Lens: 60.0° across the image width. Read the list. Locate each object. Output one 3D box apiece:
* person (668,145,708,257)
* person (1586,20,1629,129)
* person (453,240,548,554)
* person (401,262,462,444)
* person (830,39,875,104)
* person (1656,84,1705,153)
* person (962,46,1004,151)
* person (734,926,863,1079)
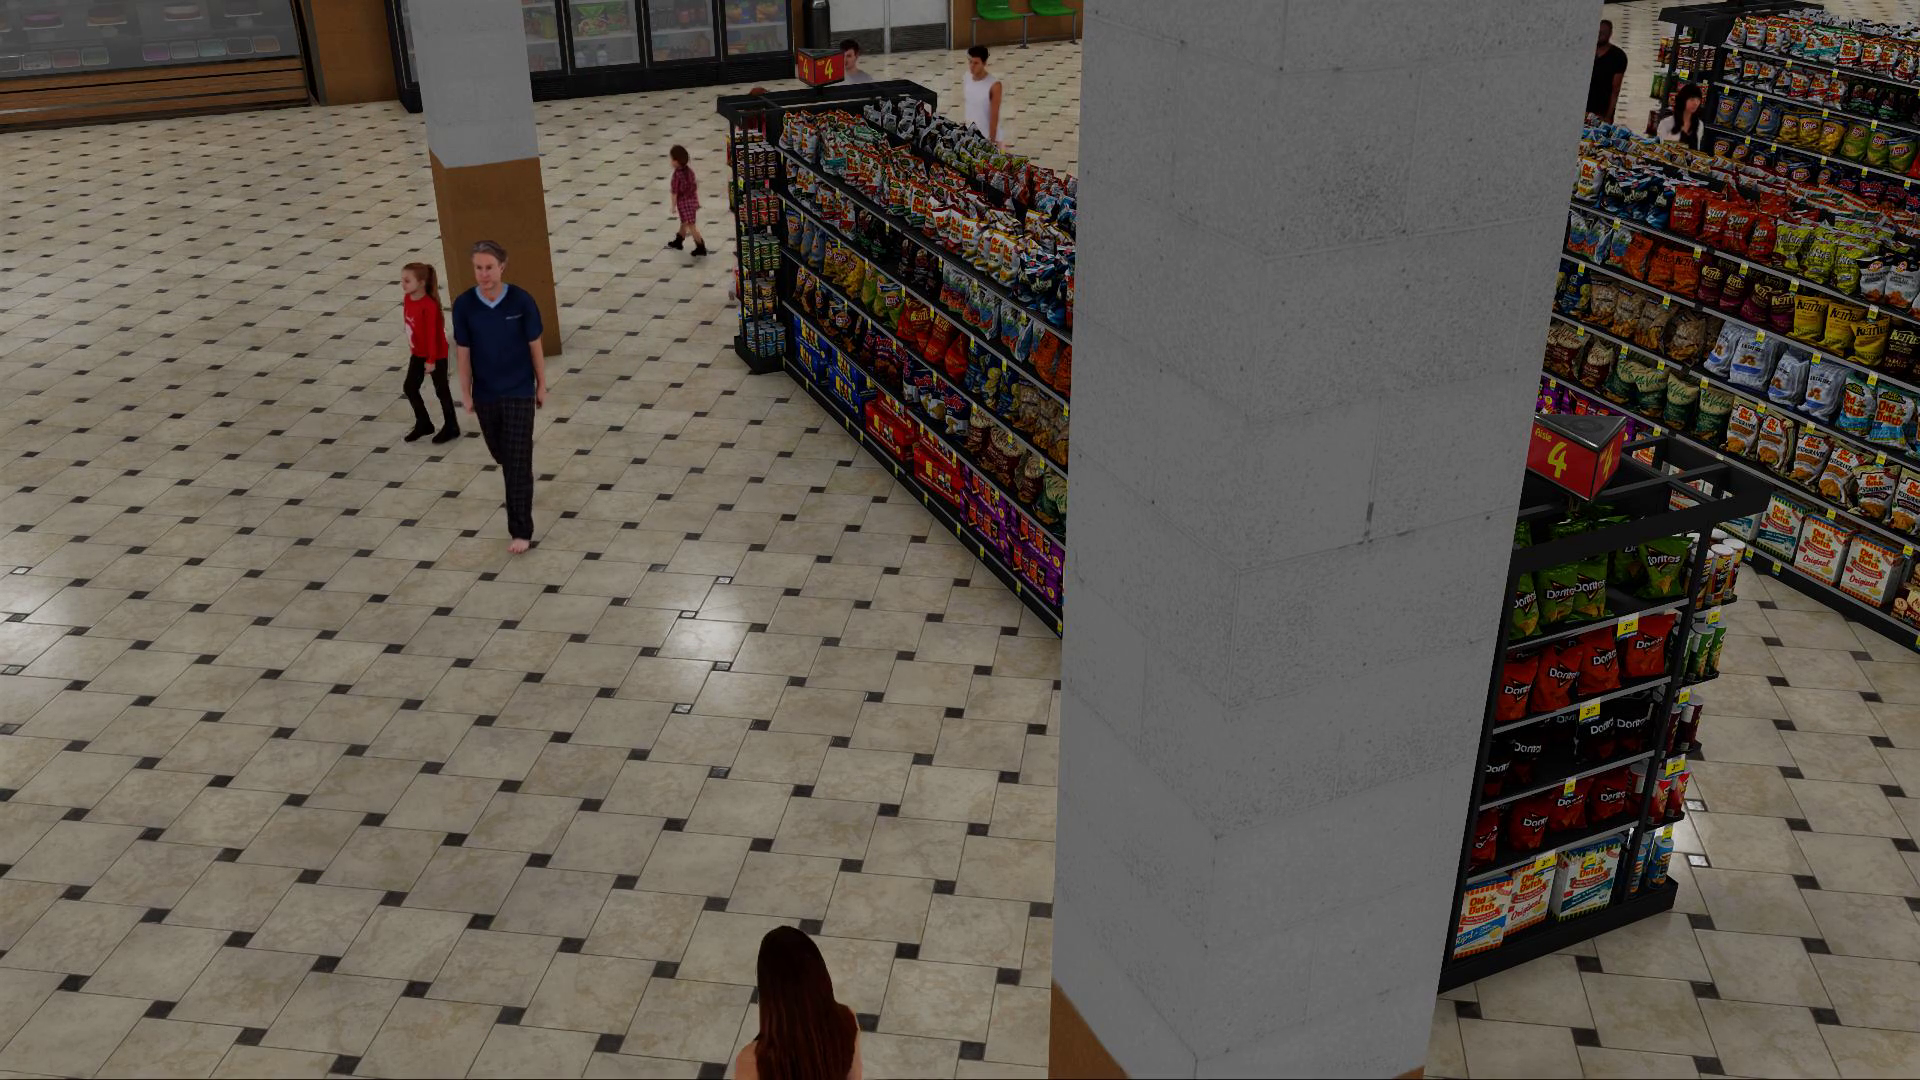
[{"bbox_3d":[-2.476,-3.072,15.191,0.797,0.999,0.661,17,31,30],"label":"person"},{"bbox_3d":[6.332,-4.294,16.712,0.802,1.803,0.929,21,34,35],"label":"person"},{"bbox_3d":[-2.728,-0.910,9.993,0.959,1.844,1.223,-1,27,-2],"label":"person"},{"bbox_3d":[-3.582,-1.287,11.370,0.619,1.272,0.674,17,31,30],"label":"person"},{"bbox_3d":[-0.987,-3.786,15.685,0.975,1.827,1.024,11,29,20],"label":"person"},{"bbox_3d":[6.314,-3.250,14.855,0.831,1.622,1.052,-3,27,-5],"label":"person"},{"bbox_3d":[0.285,-3.896,16.018,0.928,1.722,0.943,-23,35,-38],"label":"person"},{"bbox_3d":[-0.401,1.866,4.665,0.655,1.713,0.744,-17,31,-29],"label":"person"}]
